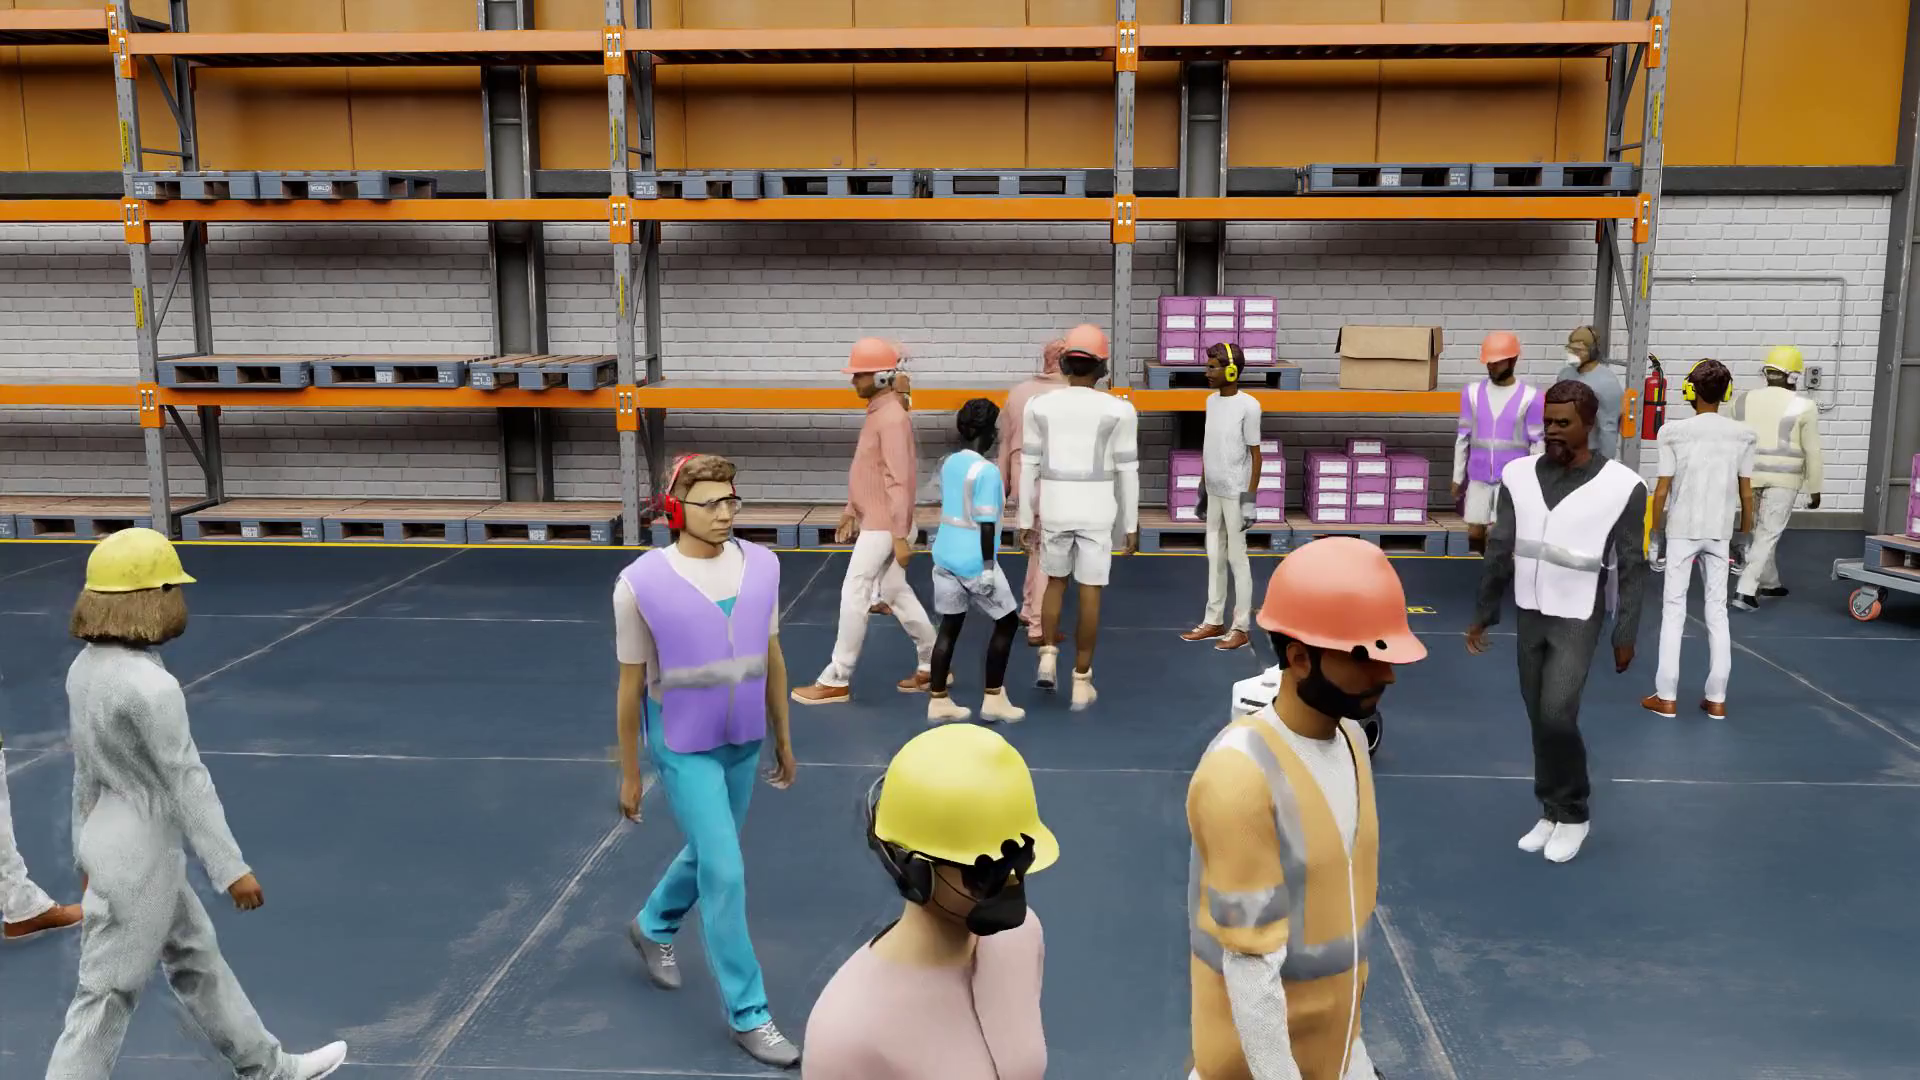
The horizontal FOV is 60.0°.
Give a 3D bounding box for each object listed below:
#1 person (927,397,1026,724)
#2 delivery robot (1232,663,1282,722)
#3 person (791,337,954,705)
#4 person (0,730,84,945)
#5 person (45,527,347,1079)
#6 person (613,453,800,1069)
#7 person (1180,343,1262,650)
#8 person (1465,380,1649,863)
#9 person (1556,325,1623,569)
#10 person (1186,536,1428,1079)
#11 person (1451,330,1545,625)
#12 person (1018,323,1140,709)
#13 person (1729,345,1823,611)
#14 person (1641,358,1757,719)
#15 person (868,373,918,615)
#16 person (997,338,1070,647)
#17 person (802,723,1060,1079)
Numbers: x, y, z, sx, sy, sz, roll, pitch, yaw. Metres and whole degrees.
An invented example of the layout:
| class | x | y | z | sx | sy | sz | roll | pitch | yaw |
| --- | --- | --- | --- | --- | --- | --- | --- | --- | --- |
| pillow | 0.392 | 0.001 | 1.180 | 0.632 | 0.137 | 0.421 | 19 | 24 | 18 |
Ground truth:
| class | x | y | z | sx | sy | sz | roll | pitch | yaw |
| --- | --- | --- | --- | --- | --- | --- | --- | --- | --- |
| person | 0.097 | 0.112 | 8.457 | 0.601 | 1.668 | 0.548 | -6 | 11 | -30 |
| delivery robot | 1.590 | 0.735 | 7.790 | 0.477 | 0.478 | 0.707 | 9 | 14 | 44 |
| person | -0.440 | -0.108 | 8.899 | 0.885 | 1.958 | 0.621 | -1 | 10 | -5 |
| person | -3.386 | 0.519 | 5.417 | 0.642 | 1.906 | 0.956 | 8 | 12 | 38 |
| person | -2.037 | 0.813 | 4.273 | 0.889 | 1.695 | 0.501 | -9 | 13 | -42 |
| person | -0.802 | 0.616 | 5.110 | 0.918 | 1.809 | 0.578 | 9 | 13 | 43 |
| person | 1.613 | -0.263 | 10.102 | 0.334 | 1.864 | 0.521 | -5 | 11 | -28 |
| person | 2.331 | 0.320 | 6.571 | 0.511 | 1.901 | 0.596 | -7 | 12 | -35 |
| person | 4.372 | -0.538 | 11.562 | 0.681 | 1.919 | 0.663 | -2 | 10 | -11 |
| person | 0.560 | 0.910 | 3.147 | 0.910 | 1.898 | 0.533 | 9 | 13 | 43 |
| person | 3.549 | -0.433 | 10.951 | 0.581 | 1.917 | 0.680 | 6 | 12 | 33 |
| person | 0.633 | -0.121 | 8.793 | 0.621 | 2.025 | 0.454 | 3 | 10 | 19 |
| person | 5.486 | -0.412 | 11.242 | 0.879 | 1.795 | 0.602 | -7 | 12 | -34 |
| person | 3.815 | -0.002 | 8.586 | 0.509 | 1.860 | 0.318 | 1 | 10 | 6 |
| person | -0.428 | -0.296 | 10.989 | 0.498 | 1.612 | 0.526 | -2 | 10 | -10 |
| person | 0.557 | -0.298 | 10.261 | 0.722 | 1.879 | 0.610 | 9 | 13 | 44 |
| person | -0.074 | 1.097 | 2.458 | 0.494 | 1.752 | 0.537 | 8 | 12 | 38 |
